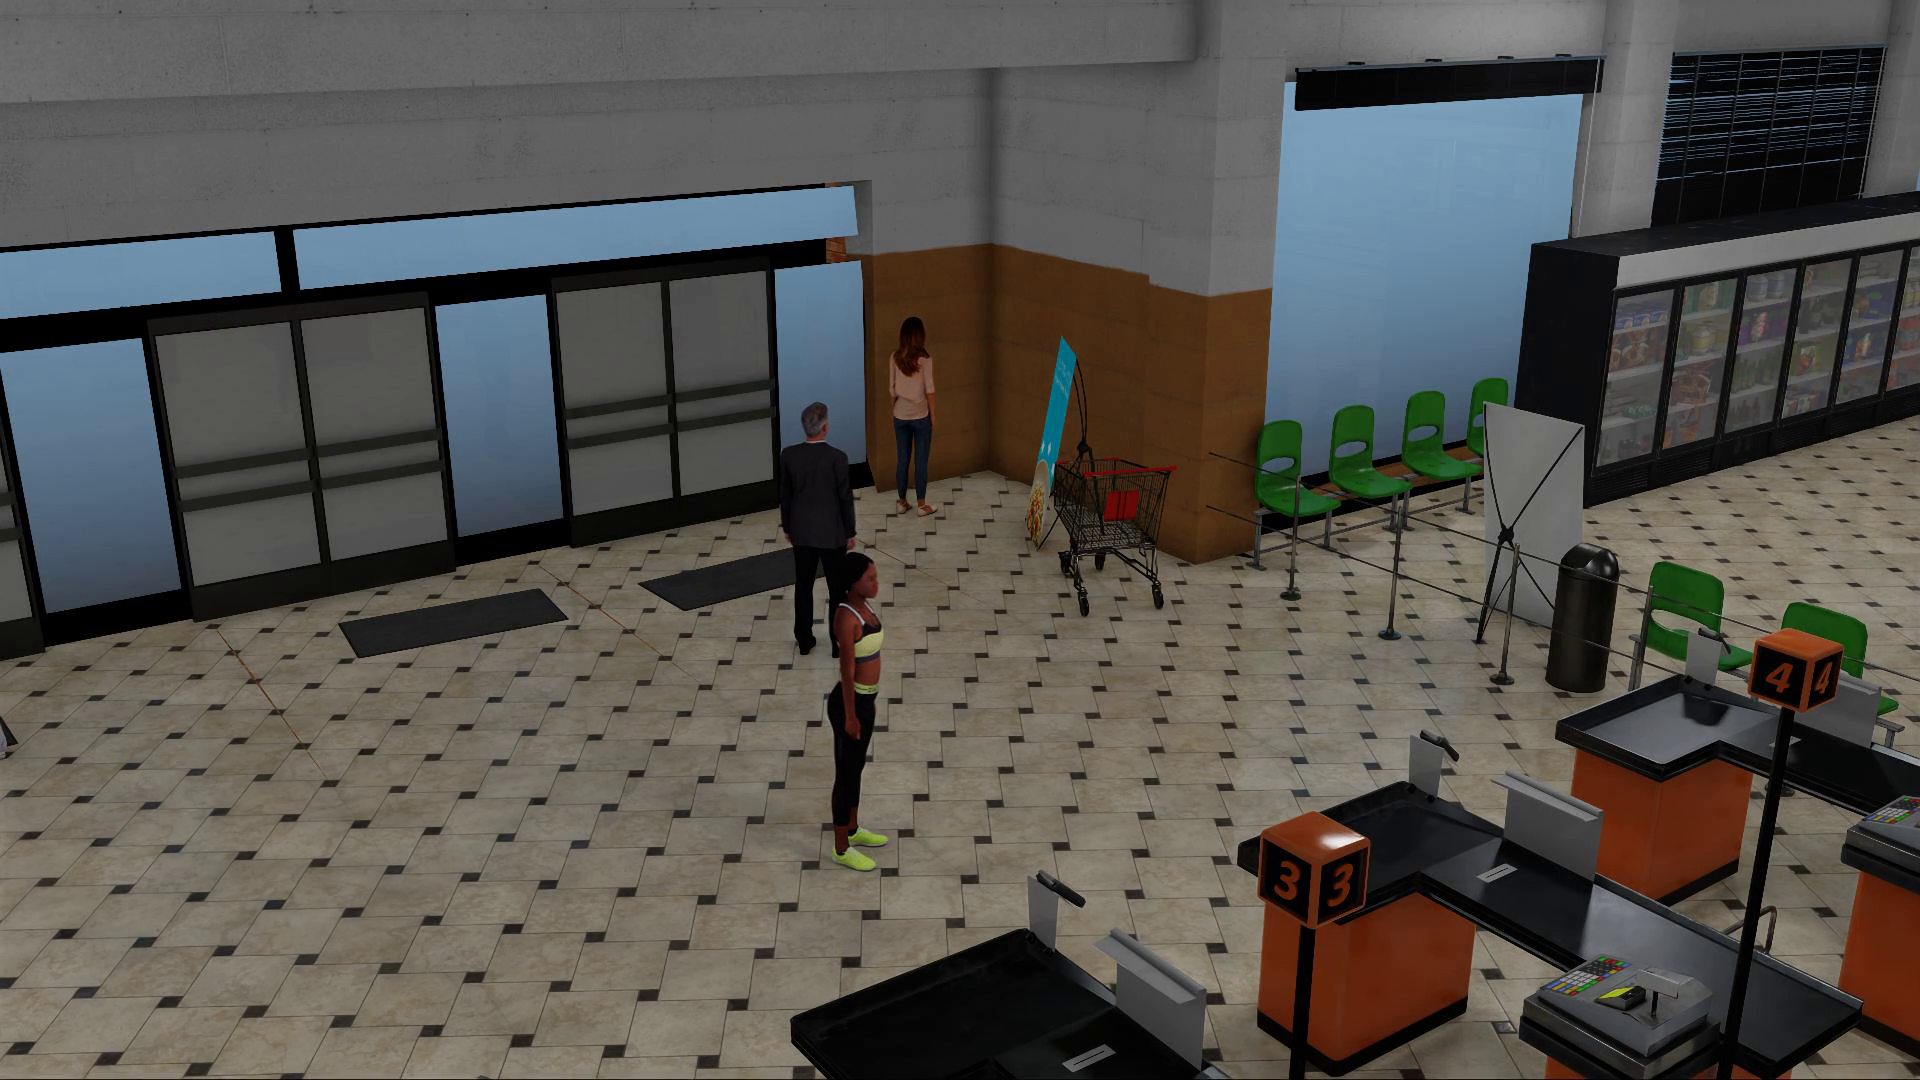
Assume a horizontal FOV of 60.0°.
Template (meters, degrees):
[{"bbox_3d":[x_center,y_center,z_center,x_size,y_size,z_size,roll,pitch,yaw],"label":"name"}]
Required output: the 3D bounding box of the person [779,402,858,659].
[{"bbox_3d":[-0.987,-0.074,11.677,0.775,1.842,0.872,6,20,17],"label":"person"}]

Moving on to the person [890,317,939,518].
[{"bbox_3d":[-0.424,-1.098,14.793,0.619,1.792,0.728,8,20,24],"label":"person"}]

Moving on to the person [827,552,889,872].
[{"bbox_3d":[-0.581,0.896,8.940,0.688,1.754,0.639,4,19,13],"label":"person"}]
